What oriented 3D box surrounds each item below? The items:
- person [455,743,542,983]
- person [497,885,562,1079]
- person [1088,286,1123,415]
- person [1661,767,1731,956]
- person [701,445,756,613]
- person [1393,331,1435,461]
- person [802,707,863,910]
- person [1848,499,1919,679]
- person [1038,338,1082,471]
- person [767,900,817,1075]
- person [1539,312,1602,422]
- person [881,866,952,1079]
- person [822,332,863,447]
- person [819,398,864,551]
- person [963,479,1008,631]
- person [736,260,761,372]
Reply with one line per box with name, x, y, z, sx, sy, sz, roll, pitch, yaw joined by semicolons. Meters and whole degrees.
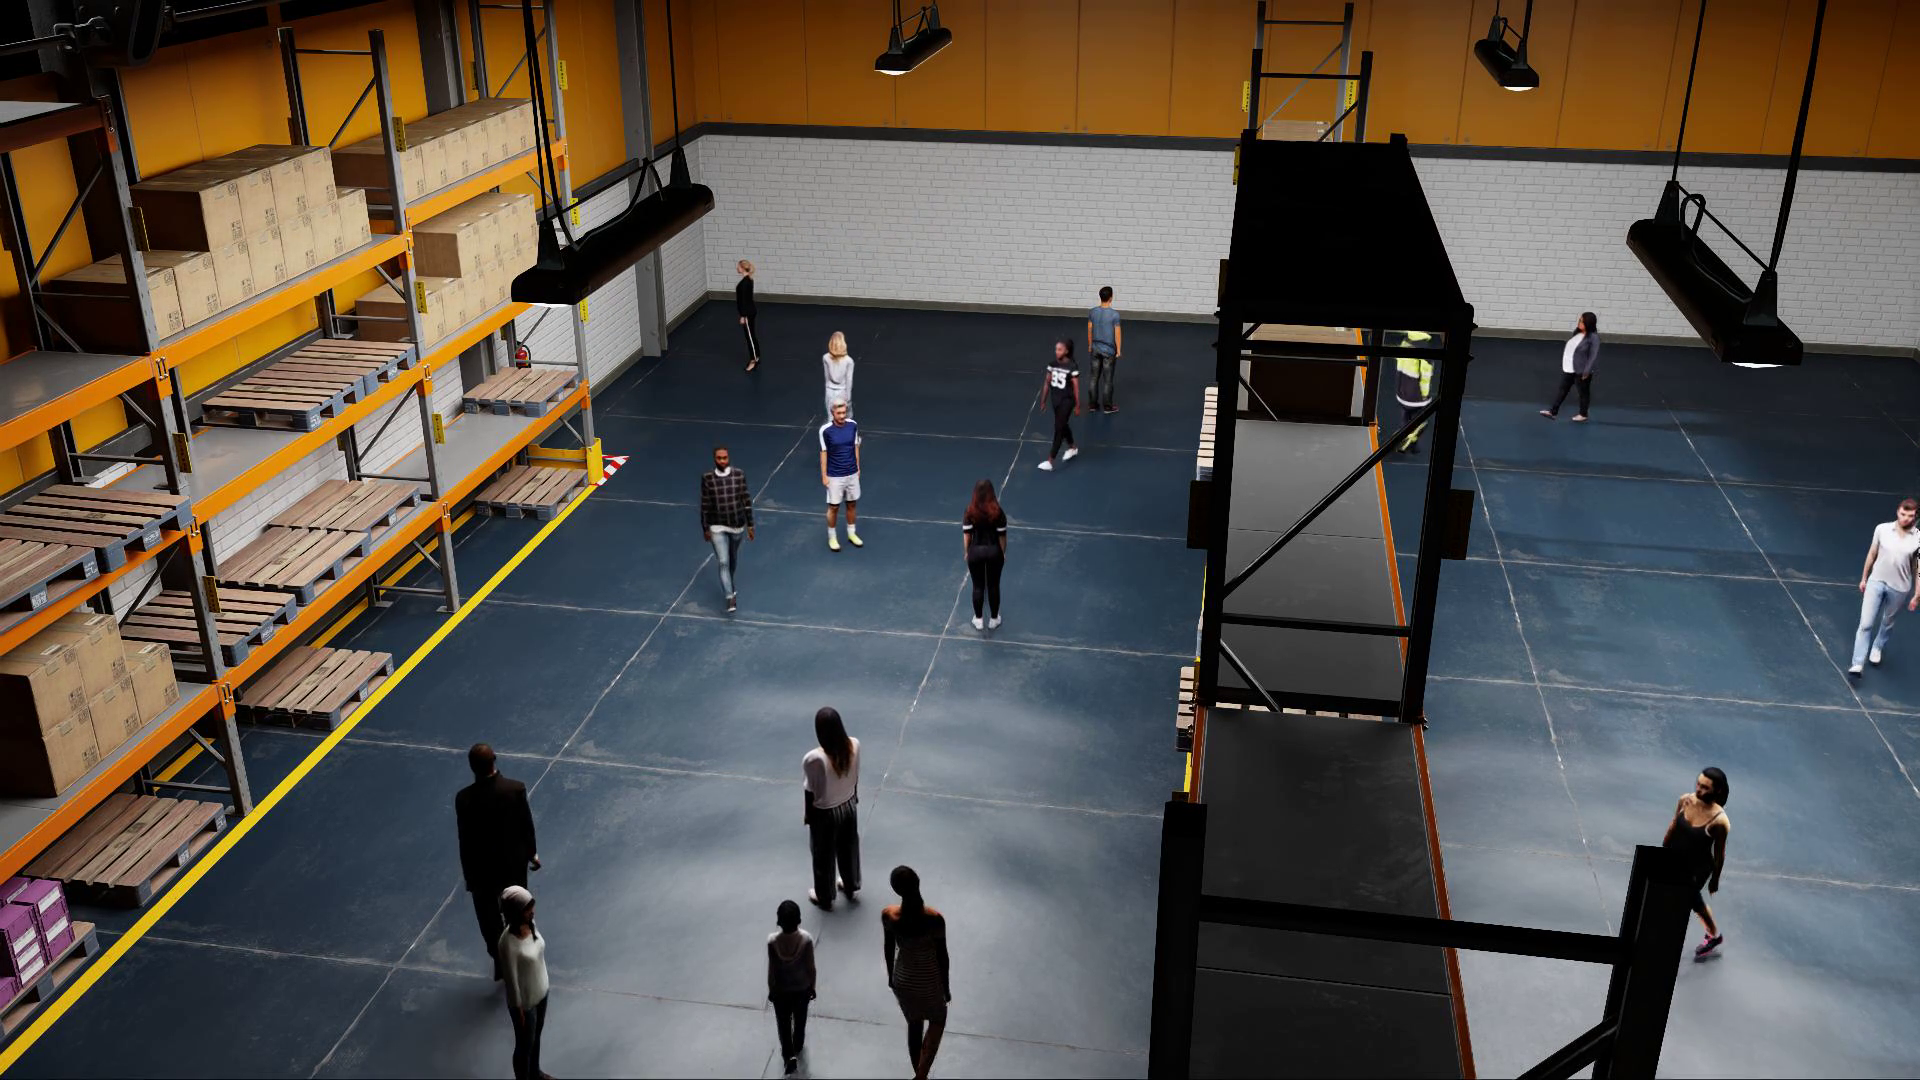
person;-3.273;2.344;11.849;0.939;1.890;1.043;-8;25;-17
person;-2.808;2.940;10.789;0.632;1.647;0.410;4;24;8
person;2.025;-2.691;23.470;0.725;1.809;0.669;14;27;28
person;5.352;2.379;12.031;1.045;1.680;1.161;-9;25;-20
person;-2.491;-0.175;17.762;1.035;1.769;1.281;-7;24;-15
person;5.877;-1.997;21.679;1.024;1.970;0.954;-10;26;-22
person;-0.974;2.048;12.789;0.772;1.680;0.848;-18;30;-36
person;9.121;0.446;16.308;1.016;1.797;1.296;15;28;31
person;1.371;-1.769;21.518;1.018;1.682;1.249;19;30;36
person;-1.134;3.004;11.145;0.628;1.245;0.809;-3;24;-7
person;8.648;-2.378;23.053;1.044;1.568;1.051;-9;25;-20
person;-0.305;2.933;10.627;0.679;1.790;0.790;9;25;20
person;-1.609;-1.774;21.441;0.736;1.752;1.161;7;25;16
person;-1.368;-0.783;19.075;0.726;1.832;0.774;-14;27;-28
person;0.259;0.143;17.199;0.638;1.638;0.621;1;24;1
person;-3.200;-3.408;25.239;0.671;1.704;0.479;2;24;4
